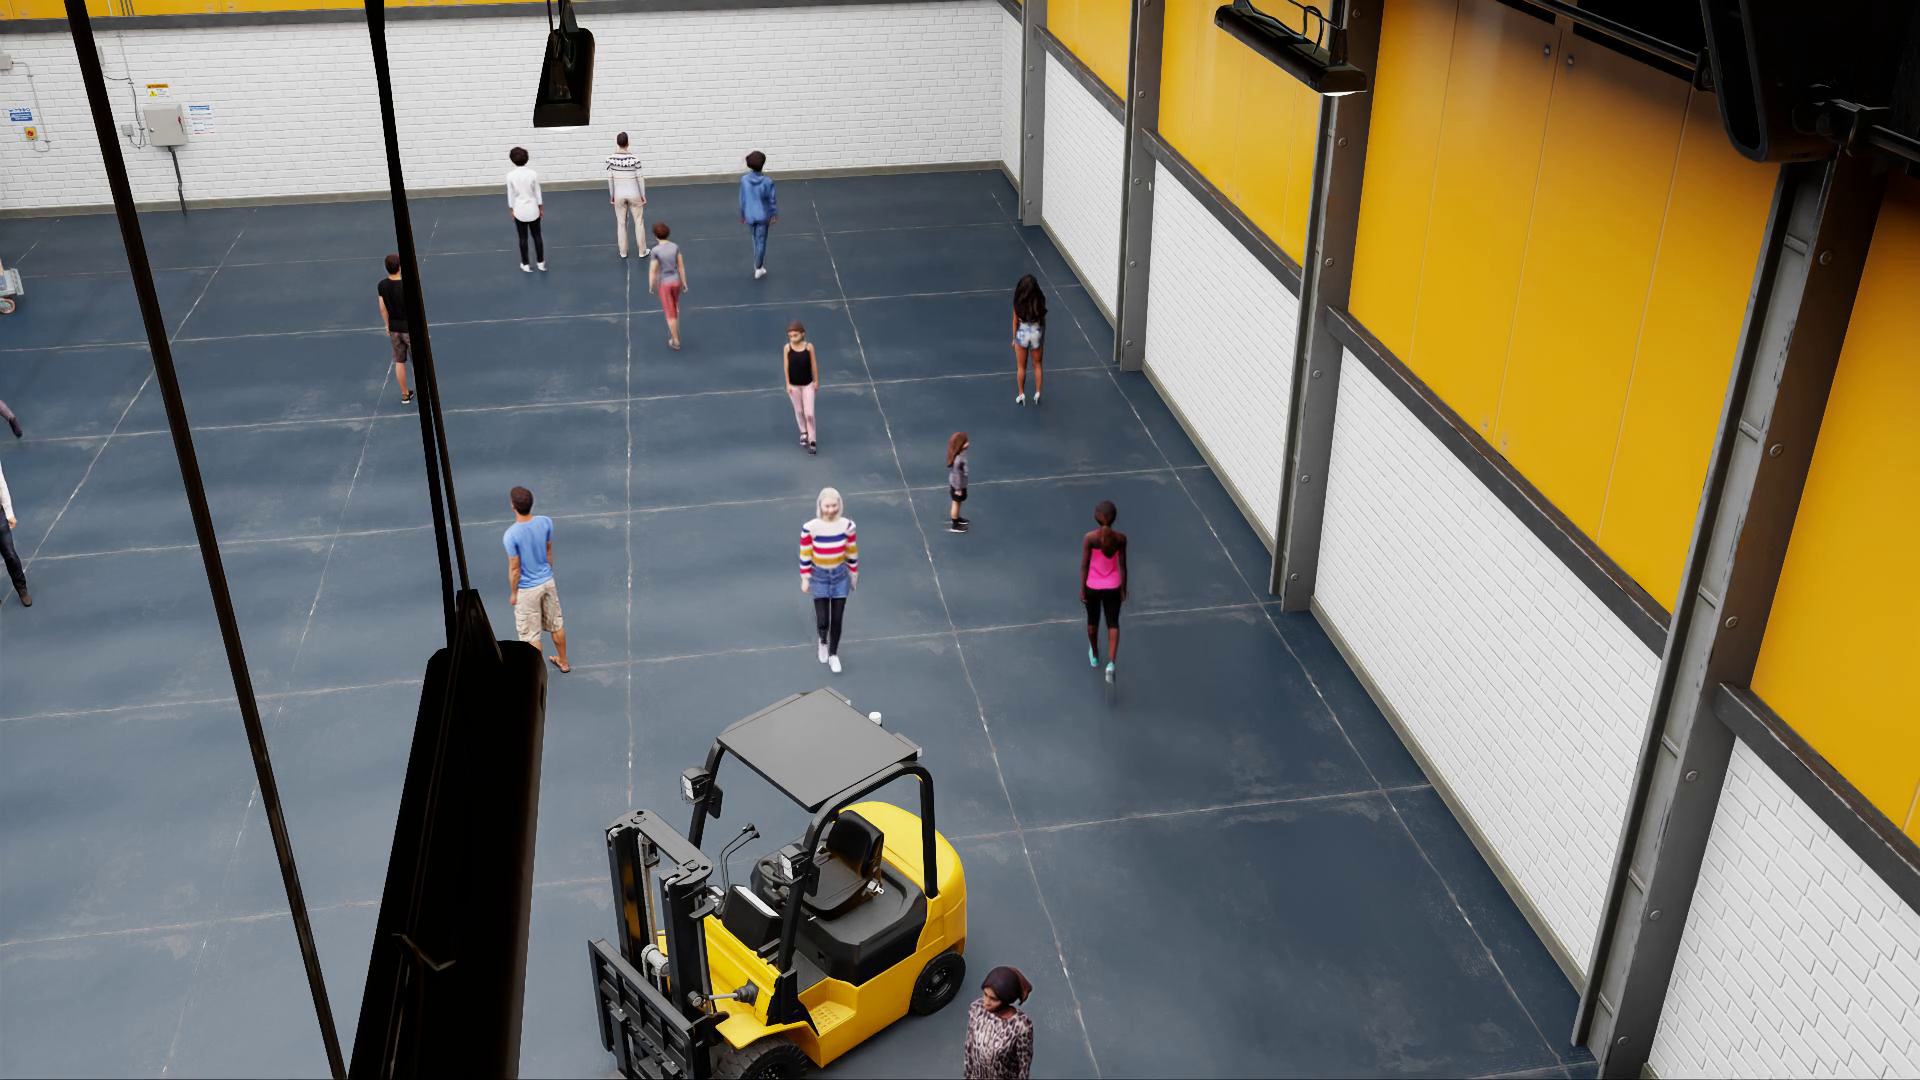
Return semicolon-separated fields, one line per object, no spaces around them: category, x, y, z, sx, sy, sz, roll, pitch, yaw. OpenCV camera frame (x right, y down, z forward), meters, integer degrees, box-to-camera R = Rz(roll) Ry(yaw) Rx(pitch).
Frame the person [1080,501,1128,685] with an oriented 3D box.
person;1.255;0.475;14.524;0.663;1.706;1.014;-1;29;-1

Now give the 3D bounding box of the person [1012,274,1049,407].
person;0.821;-2.383;19.848;0.549;1.624;0.546;-5;29;-9

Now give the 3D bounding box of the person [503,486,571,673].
person;-3.715;0.389;14.518;0.767;1.863;0.727;22;35;34

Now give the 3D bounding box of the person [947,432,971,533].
person;-0.015;-0.621;17.159;0.584;1.107;0.464;4;29;7

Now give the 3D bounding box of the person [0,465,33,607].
person;-9.161;-0.213;15.614;0.720;1.871;0.667;-16;32;-27

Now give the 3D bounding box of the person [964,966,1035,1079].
person;0.225;3.150;9.610;0.677;1.714;0.738;19;34;31

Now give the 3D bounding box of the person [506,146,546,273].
person;-6.277;-4.794;24.079;0.661;1.806;0.602;-10;30;-17

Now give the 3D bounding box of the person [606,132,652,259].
person;-4.914;-5.095;24.574;0.721;1.861;0.613;0;29;-1

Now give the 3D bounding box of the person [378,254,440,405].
person;-6.641;-2.522;19.856;0.752;1.862;0.694;4;29;7

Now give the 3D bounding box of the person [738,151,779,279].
person;-2.923;-4.630;23.794;0.902;1.791;1.006;8;30;15

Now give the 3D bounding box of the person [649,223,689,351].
person;-3.715;-3.240;21.408;0.774;1.635;0.886;-17;33;-28

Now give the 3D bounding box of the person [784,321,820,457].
person;-1.803;-1.767;18.824;0.597;1.525;0.911;-1;29;-2

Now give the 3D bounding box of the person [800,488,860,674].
person;-1.170;0.316;14.714;0.704;1.802;0.700;-8;30;-15
